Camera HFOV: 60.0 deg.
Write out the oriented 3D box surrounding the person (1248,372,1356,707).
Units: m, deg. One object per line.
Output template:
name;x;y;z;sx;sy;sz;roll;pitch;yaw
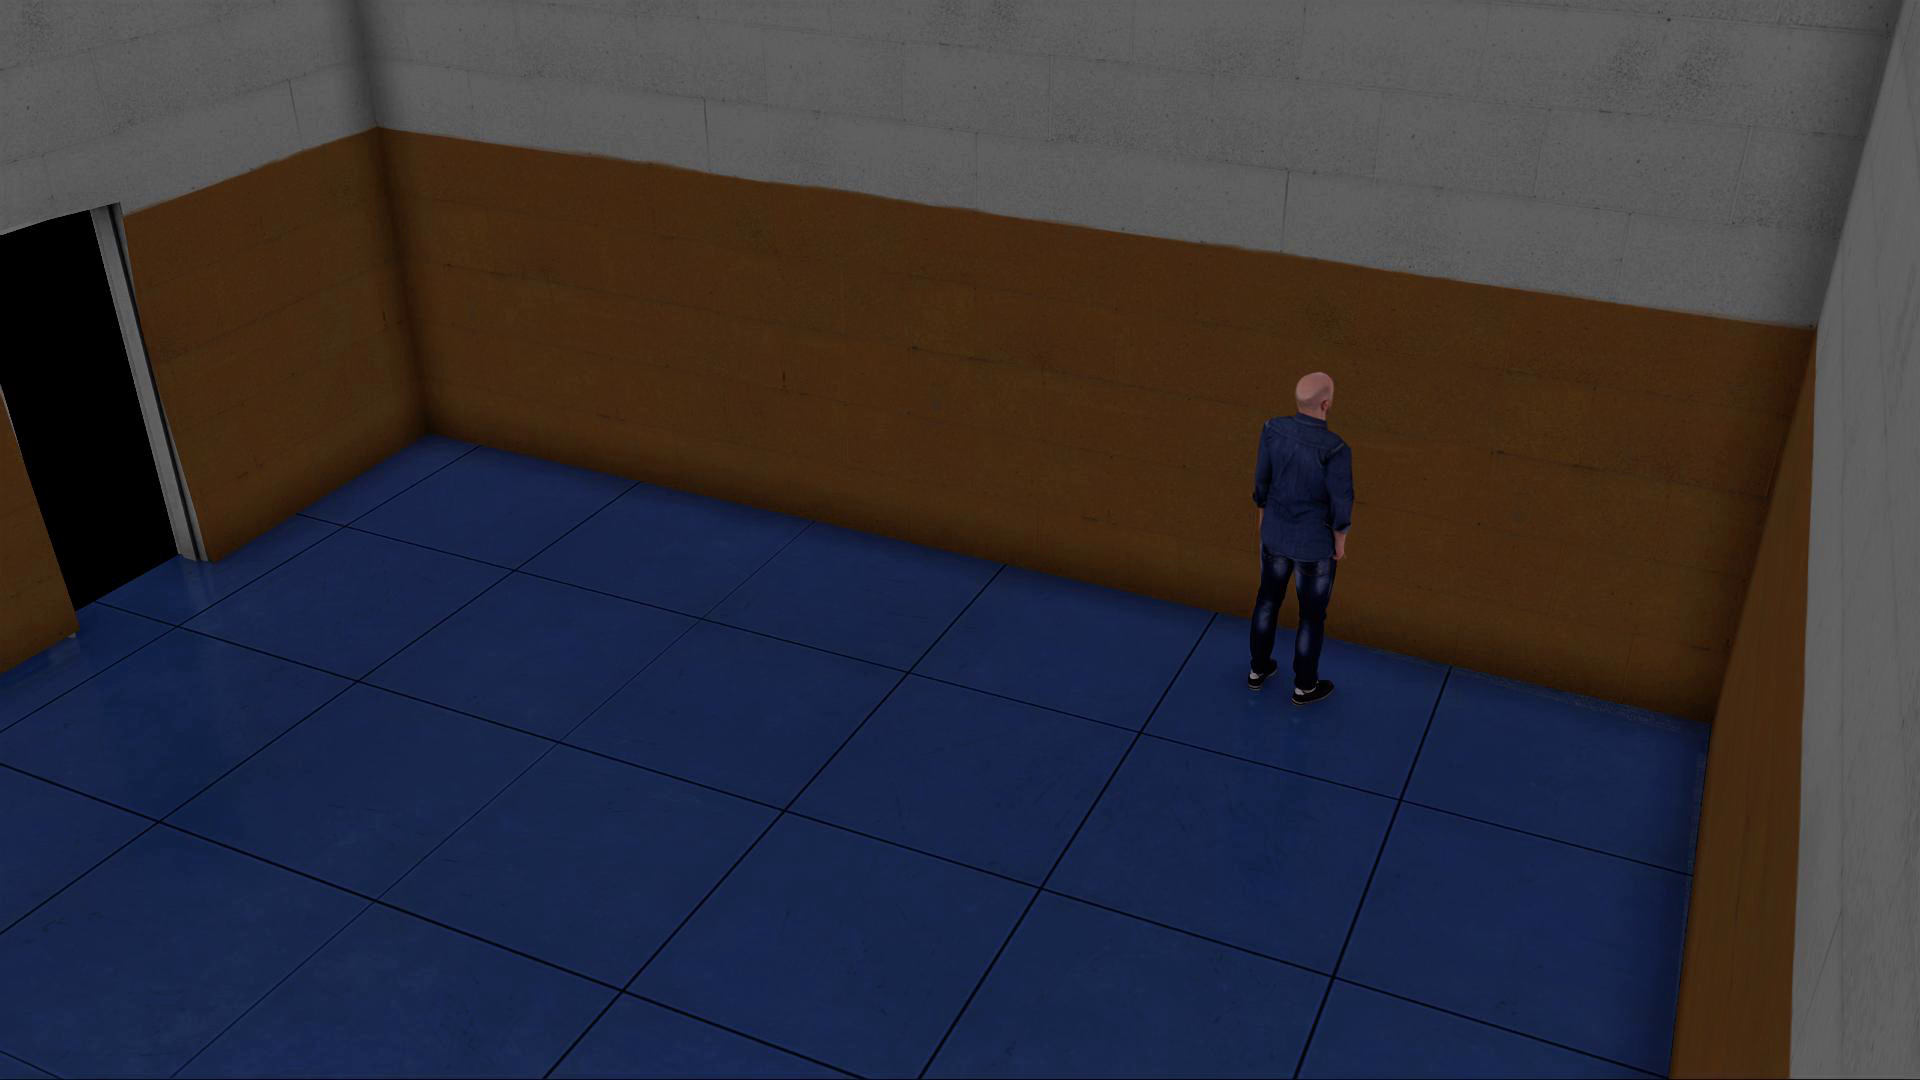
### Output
person;1.733;-0.004;8.483;0.630;1.826;0.832;22;36;35
